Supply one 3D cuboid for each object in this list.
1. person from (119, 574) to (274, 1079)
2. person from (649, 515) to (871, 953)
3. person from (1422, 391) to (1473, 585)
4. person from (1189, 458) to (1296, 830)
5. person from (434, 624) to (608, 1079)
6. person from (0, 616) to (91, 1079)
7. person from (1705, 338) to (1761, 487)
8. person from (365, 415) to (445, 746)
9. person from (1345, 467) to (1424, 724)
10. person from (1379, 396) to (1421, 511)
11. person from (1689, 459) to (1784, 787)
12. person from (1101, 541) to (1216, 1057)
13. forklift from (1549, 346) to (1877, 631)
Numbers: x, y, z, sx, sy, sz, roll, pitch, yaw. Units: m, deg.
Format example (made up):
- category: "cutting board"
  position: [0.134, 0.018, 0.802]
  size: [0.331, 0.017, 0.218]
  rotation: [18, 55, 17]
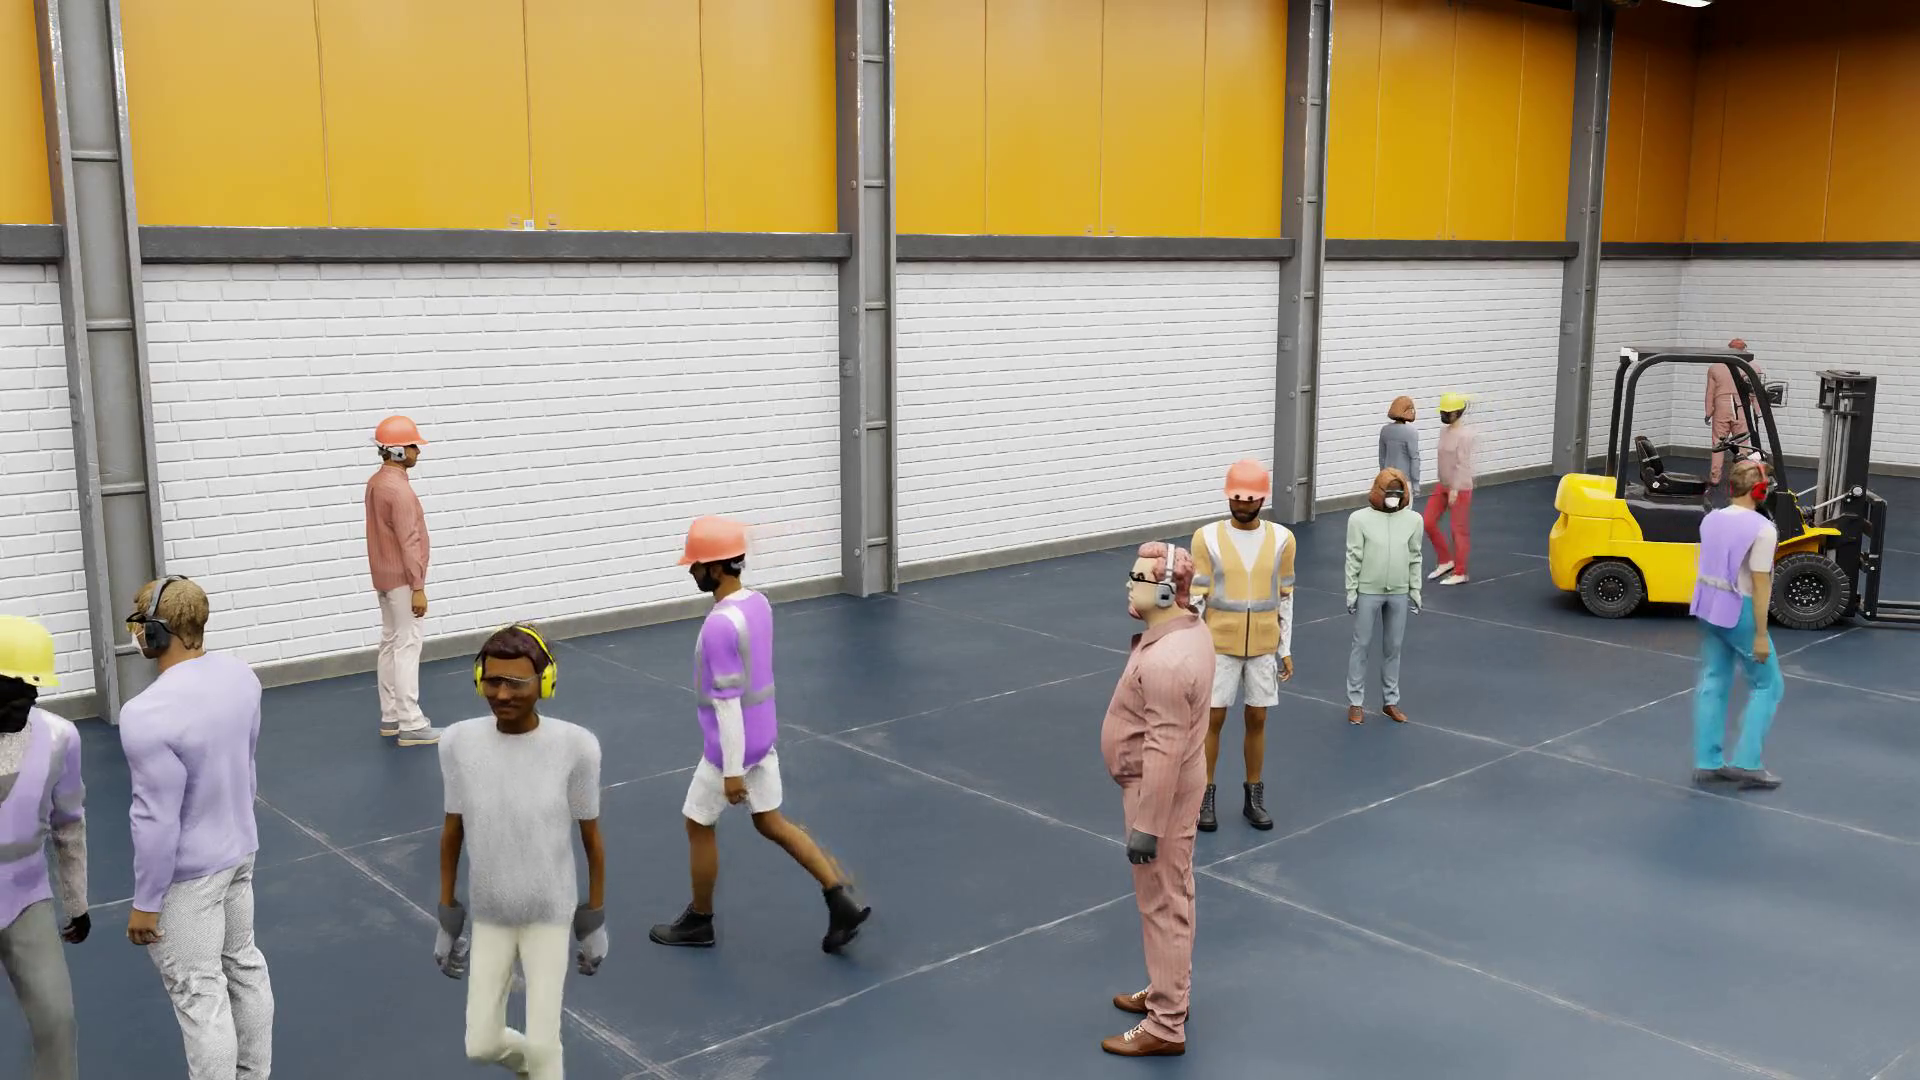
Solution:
- category: "person"
  position: [-2.488, 1.064, 5.407]
  size: [0.372, 1.940, 0.632]
  rotation: [1, 10, 5]
- category: "person"
  position: [-0.851, 0.829, 6.929]
  size: [0.934, 1.901, 0.554]
  rotation: [3, 10, 15]
- category: "person"
  position: [4.376, -0.456, 14.859]
  size: [0.412, 1.743, 0.518]
  rotation: [-3, 10, -19]
- category: "person"
  position: [1.443, 0.537, 8.500]
  size: [0.549, 1.933, 0.373]
  rotation: [0, 10, -2]
- category: "person"
  position: [-1.348, 1.150, 5.142]
  size: [0.530, 1.858, 0.611]
  rotation: [0, 10, 2]
- category: "person"
  position: [-3.149, 1.130, 5.299]
  size: [0.892, 1.862, 0.628]
  rotation: [8, 13, 40]
- category: "person"
  position: [9.844, -1.616, 21.198]
  size: [0.651, 1.906, 0.403]
  rotation: [5, 11, 28]
- category: "person"
  position: [-3.371, 0.241, 10.061]
  size: [0.382, 1.993, 0.622]
  rotation: [-7, 12, -37]
- category: "person"
  position: [2.669, 0.349, 10.488]
  size: [0.498, 1.633, 0.285]
  rotation: [-1, 10, -6]
- category: "person"
  position: [4.161, -0.548, 15.731]
  size: [0.286, 1.636, 0.497]
  rotation: [-5, 11, -29]
- category: "person"
  position: [4.354, 0.463, 9.221]
  size: [0.581, 1.829, 0.606]
  rotation: [-2, 10, -12]
- category: "person"
  position: [0.723, 0.949, 6.166]
  size: [0.408, 1.913, 0.641]
  rotation: [2, 10, 13]
- category: "forklift"
  position: [6.109, -0.478, 13.691]
  size: [2.313, 2.155, 1.214]
  rotation: [3, 10, 16]
